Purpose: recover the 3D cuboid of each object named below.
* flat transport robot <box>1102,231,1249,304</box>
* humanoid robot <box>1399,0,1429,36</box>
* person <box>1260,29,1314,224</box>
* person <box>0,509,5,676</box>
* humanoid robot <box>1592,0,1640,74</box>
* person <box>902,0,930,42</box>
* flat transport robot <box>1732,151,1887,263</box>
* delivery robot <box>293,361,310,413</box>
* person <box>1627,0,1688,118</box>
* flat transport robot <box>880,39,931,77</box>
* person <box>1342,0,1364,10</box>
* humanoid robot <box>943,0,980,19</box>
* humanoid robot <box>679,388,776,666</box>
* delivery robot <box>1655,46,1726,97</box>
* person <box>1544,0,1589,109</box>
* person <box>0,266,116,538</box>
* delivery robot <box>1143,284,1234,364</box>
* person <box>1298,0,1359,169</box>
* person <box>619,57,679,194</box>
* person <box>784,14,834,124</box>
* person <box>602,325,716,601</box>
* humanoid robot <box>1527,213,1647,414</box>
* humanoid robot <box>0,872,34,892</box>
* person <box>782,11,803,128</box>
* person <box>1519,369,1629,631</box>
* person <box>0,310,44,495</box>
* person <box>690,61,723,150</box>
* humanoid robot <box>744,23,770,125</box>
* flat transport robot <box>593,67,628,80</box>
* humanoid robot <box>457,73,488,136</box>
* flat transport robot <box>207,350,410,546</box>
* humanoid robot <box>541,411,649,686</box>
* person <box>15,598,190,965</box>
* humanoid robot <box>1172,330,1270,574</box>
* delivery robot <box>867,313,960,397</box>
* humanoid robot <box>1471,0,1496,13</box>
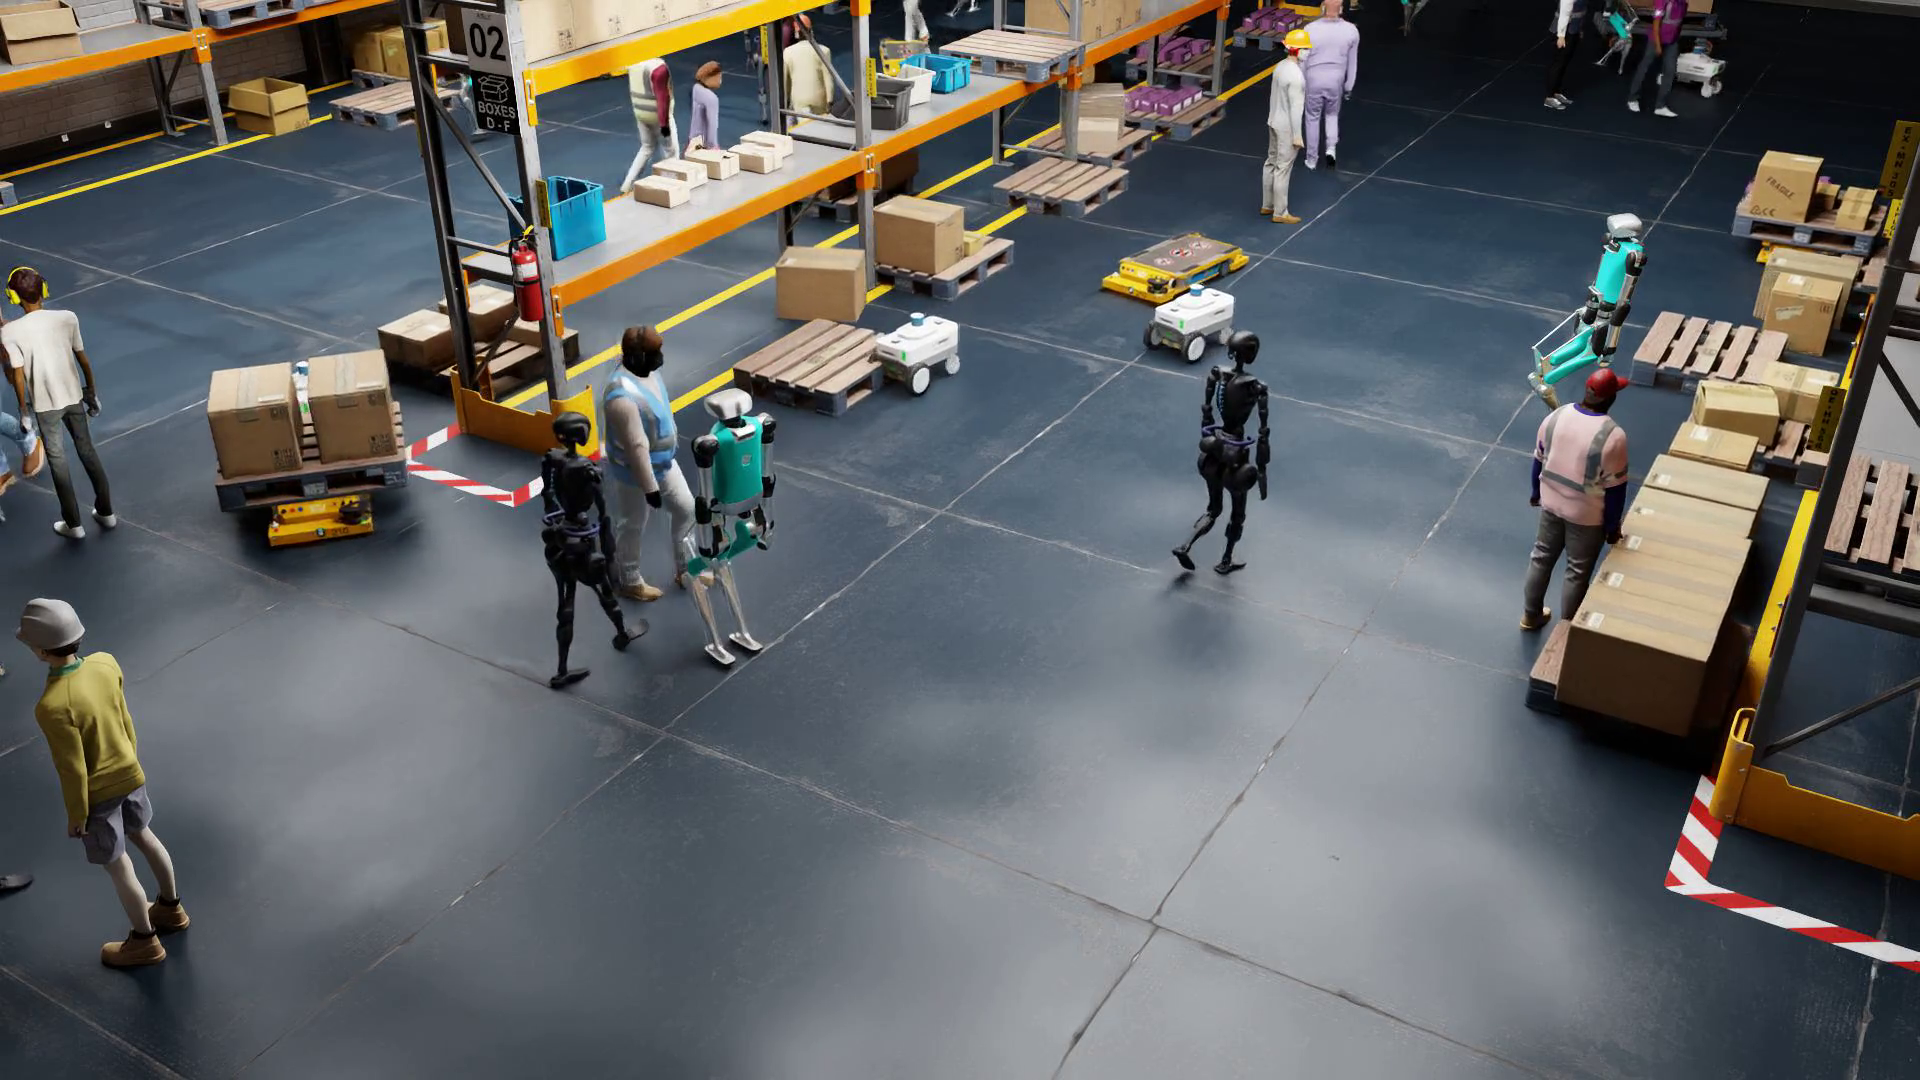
[{"bbox_3d":[2.016,-2.537,15.430,0.659,0.231,1.431,24,37,36],"label":"flat transport robot"},{"bbox_3d":[6.469,-8.071,23.836,0.543,1.905,0.750,-20,35,-31],"label":"humanoid robot"},{"bbox_3d":[3.257,-4.124,16.590,0.376,1.893,0.571,-6,30,-11],"label":"person"},{"bbox_3d":[-5.960,-0.215,9.659,1.026,1.910,0.602,23,37,35],"label":"person"},{"bbox_3d":[8.768,-7.005,21.904,0.768,1.850,0.551,10,31,18],"label":"humanoid robot"},{"bbox_3d":[-0.677,-7.677,22.862,0.447,1.908,0.736,-26,39,-38],"label":"person"},{"bbox_3d":[8.183,-2.912,16.092,0.659,0.231,1.431,17,34,27],"label":"flat transport robot"},{"bbox_3d":[-4.876,-1.058,12.541,0.499,0.613,0.807,4,30,8],"label":"delivery robot"},{"bbox_3d":[8.480,-6.028,20.017,0.572,1.814,0.766,-9,31,-16],"label":"person"},{"bbox_3d":[-0.729,-6.507,22.453,0.659,0.231,1.431,-2,30,-4],"label":"flat transport robot"},{"bbox_3d":[6.011,-9.000,25.353,0.566,1.751,0.328,25,38,36],"label":"person"},{"bbox_3d":[0.109,-8.584,24.645,0.555,1.727,1.051,25,38,37],"label":"humanoid robot"},{"bbox_3d":[-1.398,-0.119,9.583,0.530,1.723,0.693,-26,38,-38],"label":"humanoid robot"},{"bbox_3d":[9.364,-6.012,21.263,0.756,0.571,0.499,25,38,37],"label":"delivery robot"},{"bbox_3d":[7.486,-6.227,20.443,0.447,1.758,0.759,20,35,31],"label":"person"},{"bbox_3d":[-5.933,-0.897,10.922,0.352,1.856,0.516,20,35,31],"label":"person"},{"bbox_3d":[1.944,-1.832,13.898,0.806,0.602,0.499,-24,37,-36],"label":"delivery robot"},{"bbox_3d":[3.958,-4.982,18.111,0.642,1.892,0.440,0,29,1],"label":"person"},{"bbox_3d":[-3.181,-4.357,17.079,0.631,1.811,0.732,26,39,38],"label":"person"},{"bbox_3d":[-1.649,-4.791,17.985,0.566,1.666,0.969,-2,30,-4],"label":"person"},{"bbox_3d":[-1.828,-0.433,10.137,0.760,1.813,0.639,6,30,10],"label":"person"},{"bbox_3d":[4.434,-1.516,11.996,0.735,1.677,0.533,-1,30,-3],"label":"humanoid robot"},{"bbox_3d":[-4.798,1.016,7.720,0.494,1.634,0.606,-17,34,-27],"label":"humanoid robot"},{"bbox_3d":[-1.808,-5.050,18.212,0.529,1.933,0.600,3,30,5],"label":"person"},{"bbox_3d":[3.622,-0.194,9.776,0.418,1.754,0.611,-19,34,-30],"label":"person"},{"bbox_3d":[-6.795,-1.232,11.393,0.640,1.962,0.458,3,30,5],"label":"person"},{"bbox_3d":[-2.473,-3.999,16.673,0.857,1.578,0.484,-20,35,-31],"label":"person"},{"bbox_3d":[-2.255,-5.779,19.768,0.608,1.631,0.744,-3,30,-6],"label":"humanoid robot"},{"bbox_3d":[-5.112,-6.172,21.860,1.431,0.231,0.659,-22,36,-34],"label":"flat transport robot"},{"bbox_3d":[-5.457,-5.439,19.092,0.541,1.737,1.050,17,34,27],"label":"humanoid robot"},{"bbox_3d":[-4.485,-0.403,11.655,0.659,0.231,1.431,-9,31,-16],"label":"flat transport robot"},{"bbox_3d":[-2.167,0.013,9.523,0.600,1.629,0.717,22,36,34],"label":"humanoid robot"},{"bbox_3d":[-3.797,1.079,7.388,0.385,1.892,0.472,4,30,8],"label":"person"},{"bbox_3d":[1.636,-0.501,10.407,0.526,1.625,0.589,-21,36,-33],"label":"humanoid robot"},{"bbox_3d":[-0.349,-1.527,13.333,0.499,0.575,0.754,23,36,34],"label":"delivery robot"},{"bbox_3d":[7.983,-8.822,25.119,0.387,1.650,0.599,-21,36,-32],"label":"humanoid robot"}]
